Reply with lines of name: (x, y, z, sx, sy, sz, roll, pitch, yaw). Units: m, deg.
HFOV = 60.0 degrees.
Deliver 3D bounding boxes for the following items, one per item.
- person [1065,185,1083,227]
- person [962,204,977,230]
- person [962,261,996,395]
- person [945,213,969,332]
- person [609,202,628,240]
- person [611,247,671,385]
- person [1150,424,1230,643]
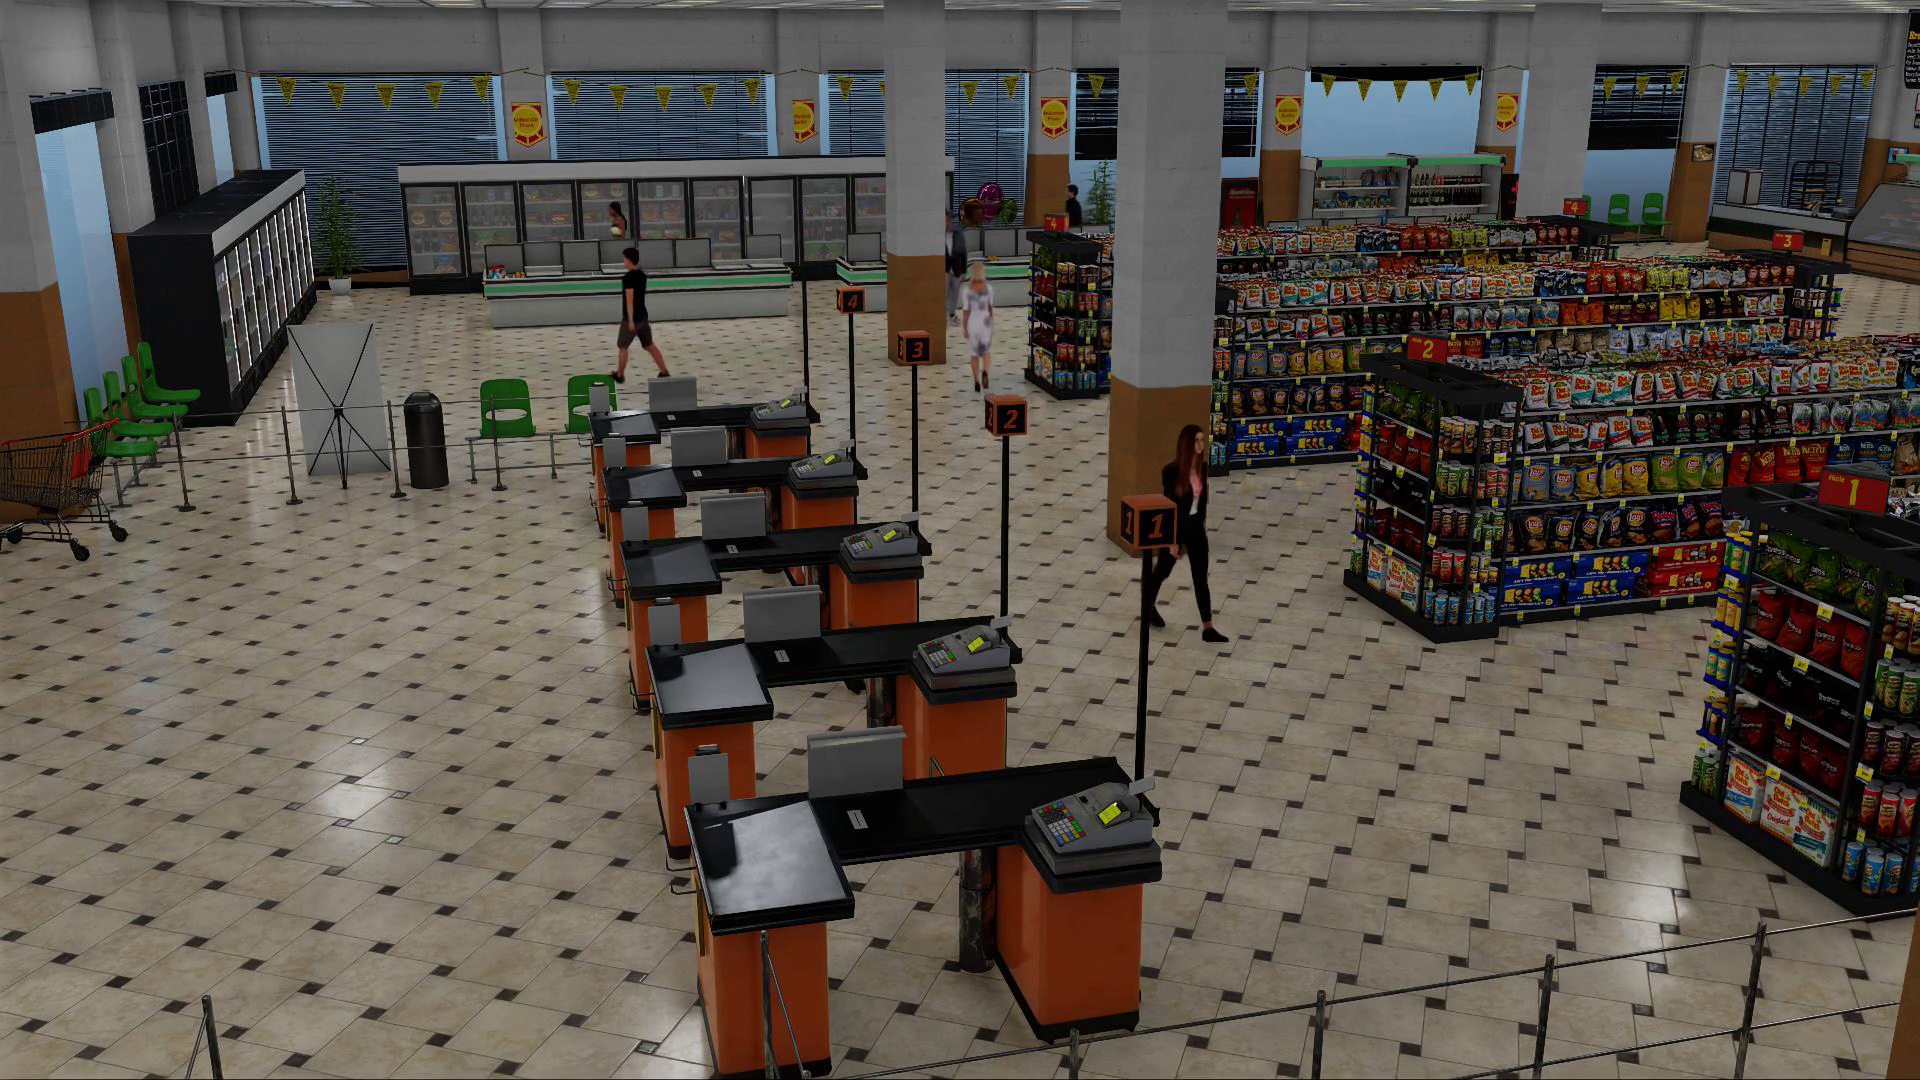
person: (2.188, -5.778, 31.439, 0.662, 1.830, 0.761, -2, 17, -8)
person: (0.241, -5.607, 31.531, 1.066, 1.449, 0.862, 3, 17, 10)
person: (0.266, -2.732, 21.565, 0.809, 1.737, 0.748, 0, 17, -2)
person: (-0.168, -4.287, 26.384, 1.018, 1.913, 0.849, -5, 18, -15)
person: (-5.856, -5.044, 29.194, 0.941, 1.729, 0.700, -8, 19, -25)
person: (-4.217, -2.928, 22.061, 1.306, 1.825, 1.135, 6, 18, 18)
person: (1.652, -0.055, 12.871, 1.146, 1.666, 0.847, -9, 19, -27)
